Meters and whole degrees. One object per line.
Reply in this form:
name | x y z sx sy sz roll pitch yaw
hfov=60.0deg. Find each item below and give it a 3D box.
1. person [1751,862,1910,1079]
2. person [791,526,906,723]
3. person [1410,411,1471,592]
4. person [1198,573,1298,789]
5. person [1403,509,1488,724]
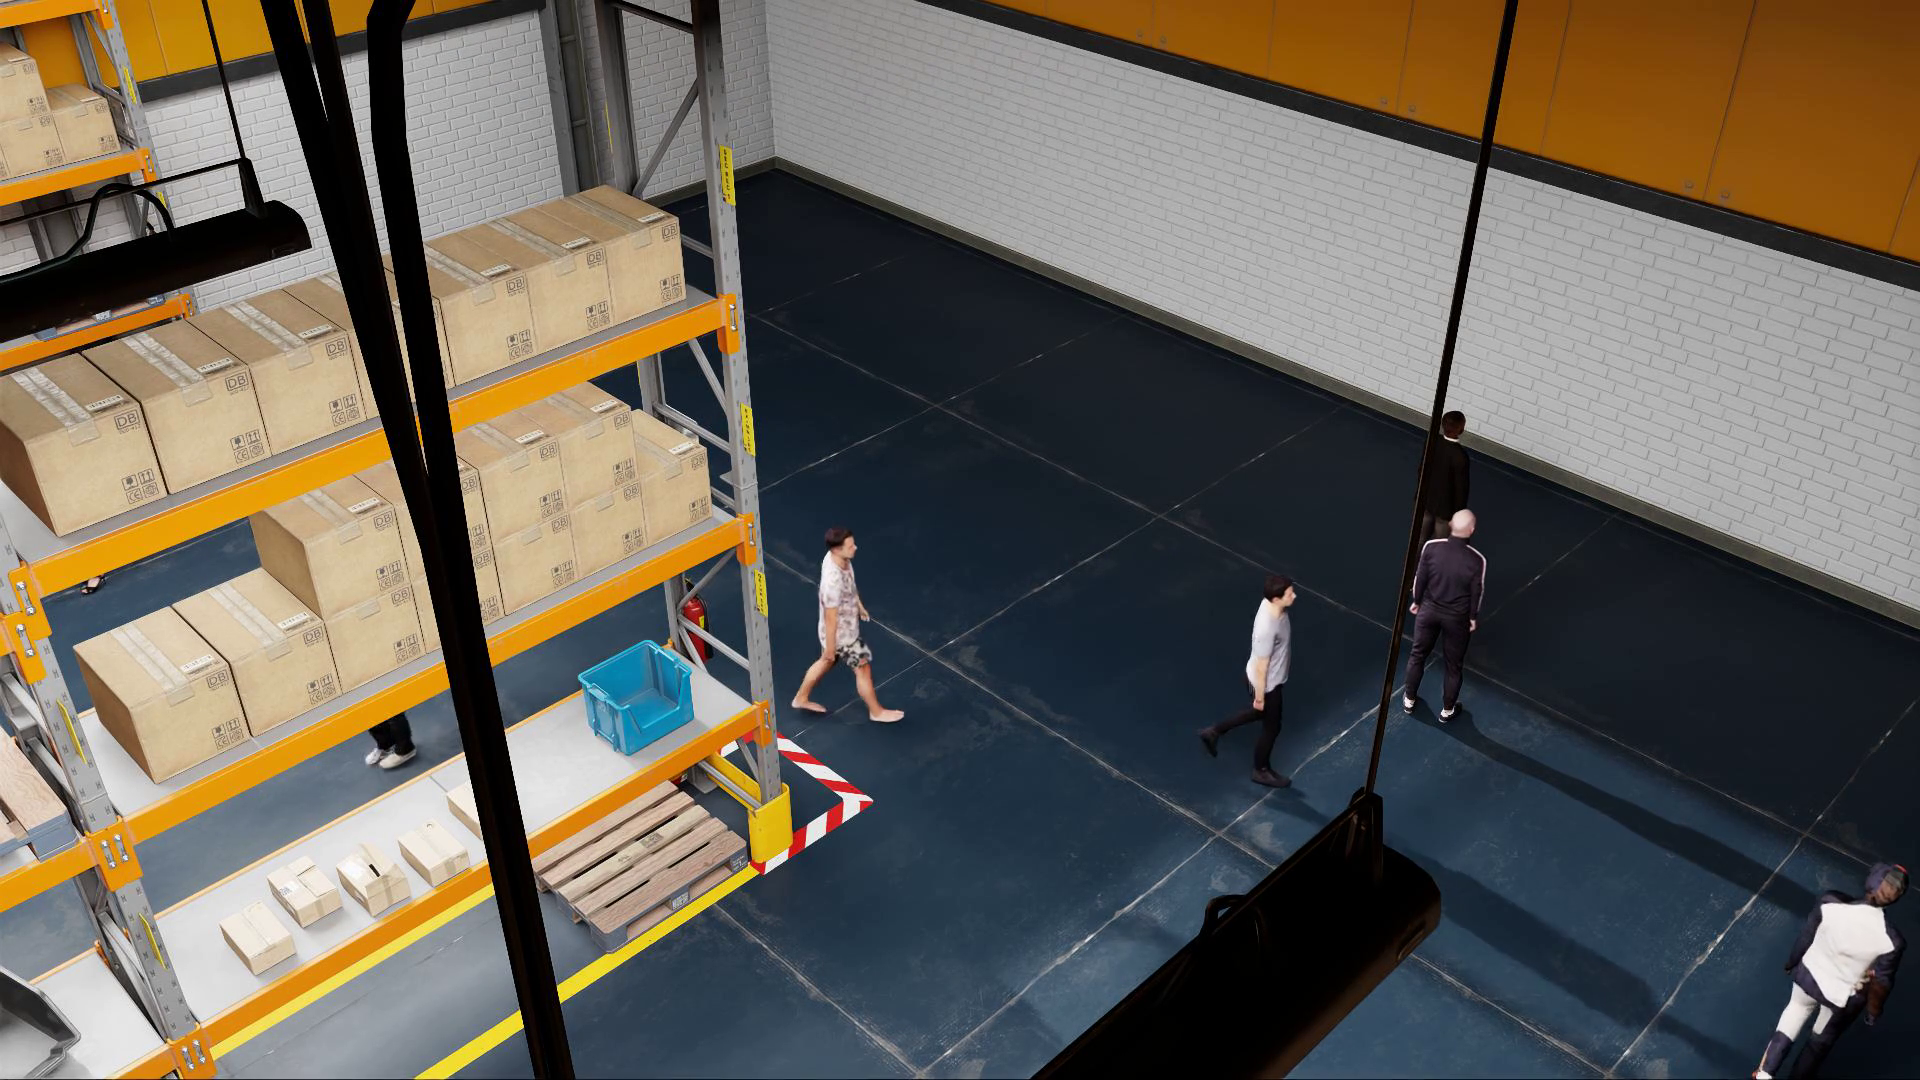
person | 4.983 2.602 9.592 0.792 1.883 0.761 -23 40 -31
person | -1.001 0.653 12.618 1.209 1.780 1.101 -3 34 -4
person | 4.043 -0.293 14.021 0.642 1.800 0.705 -19 38 -26
person | 2.127 0.990 12.048 1.028 1.848 1.038 8 34 11
person | 3.686 0.584 12.672 0.735 1.833 0.673 17 37 24
